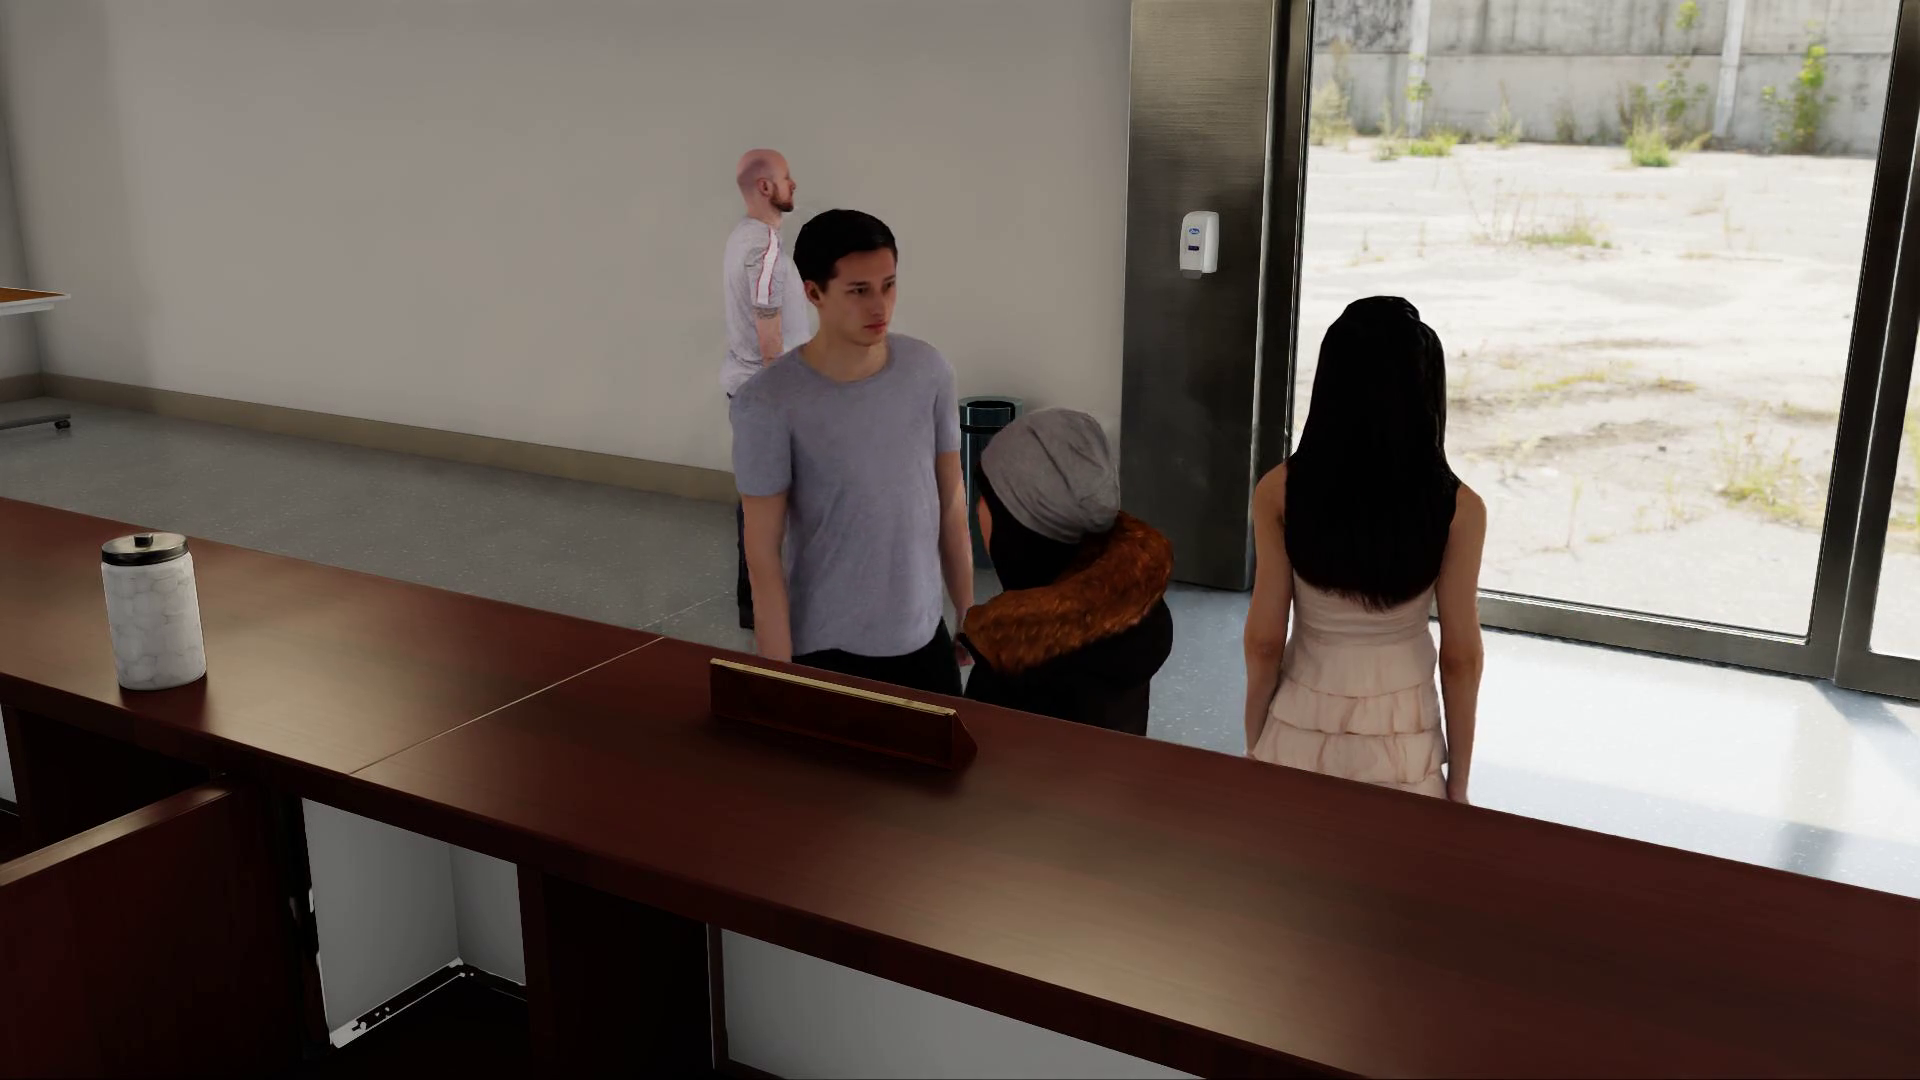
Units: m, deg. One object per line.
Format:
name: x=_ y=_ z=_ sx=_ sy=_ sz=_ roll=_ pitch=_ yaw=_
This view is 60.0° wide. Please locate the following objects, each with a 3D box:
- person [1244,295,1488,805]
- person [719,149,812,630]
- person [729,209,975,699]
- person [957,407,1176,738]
person: x=0.709 y=0.421 z=3.059 sx=0.623 sy=1.734 sz=0.591 roll=5 pitch=16 yaw=17
person: x=-0.771 y=-0.583 z=6.443 sx=0.800 sy=1.830 sz=0.734 roll=-4 pitch=16 yaw=-13
person: x=-0.242 y=0.206 z=3.625 sx=0.952 sy=1.840 sz=1.001 roll=-10 pitch=19 yaw=-33
person: x=0.227 y=0.622 z=2.586 sx=0.808 sy=1.604 sz=1.008 roll=6 pitch=17 yaw=19
